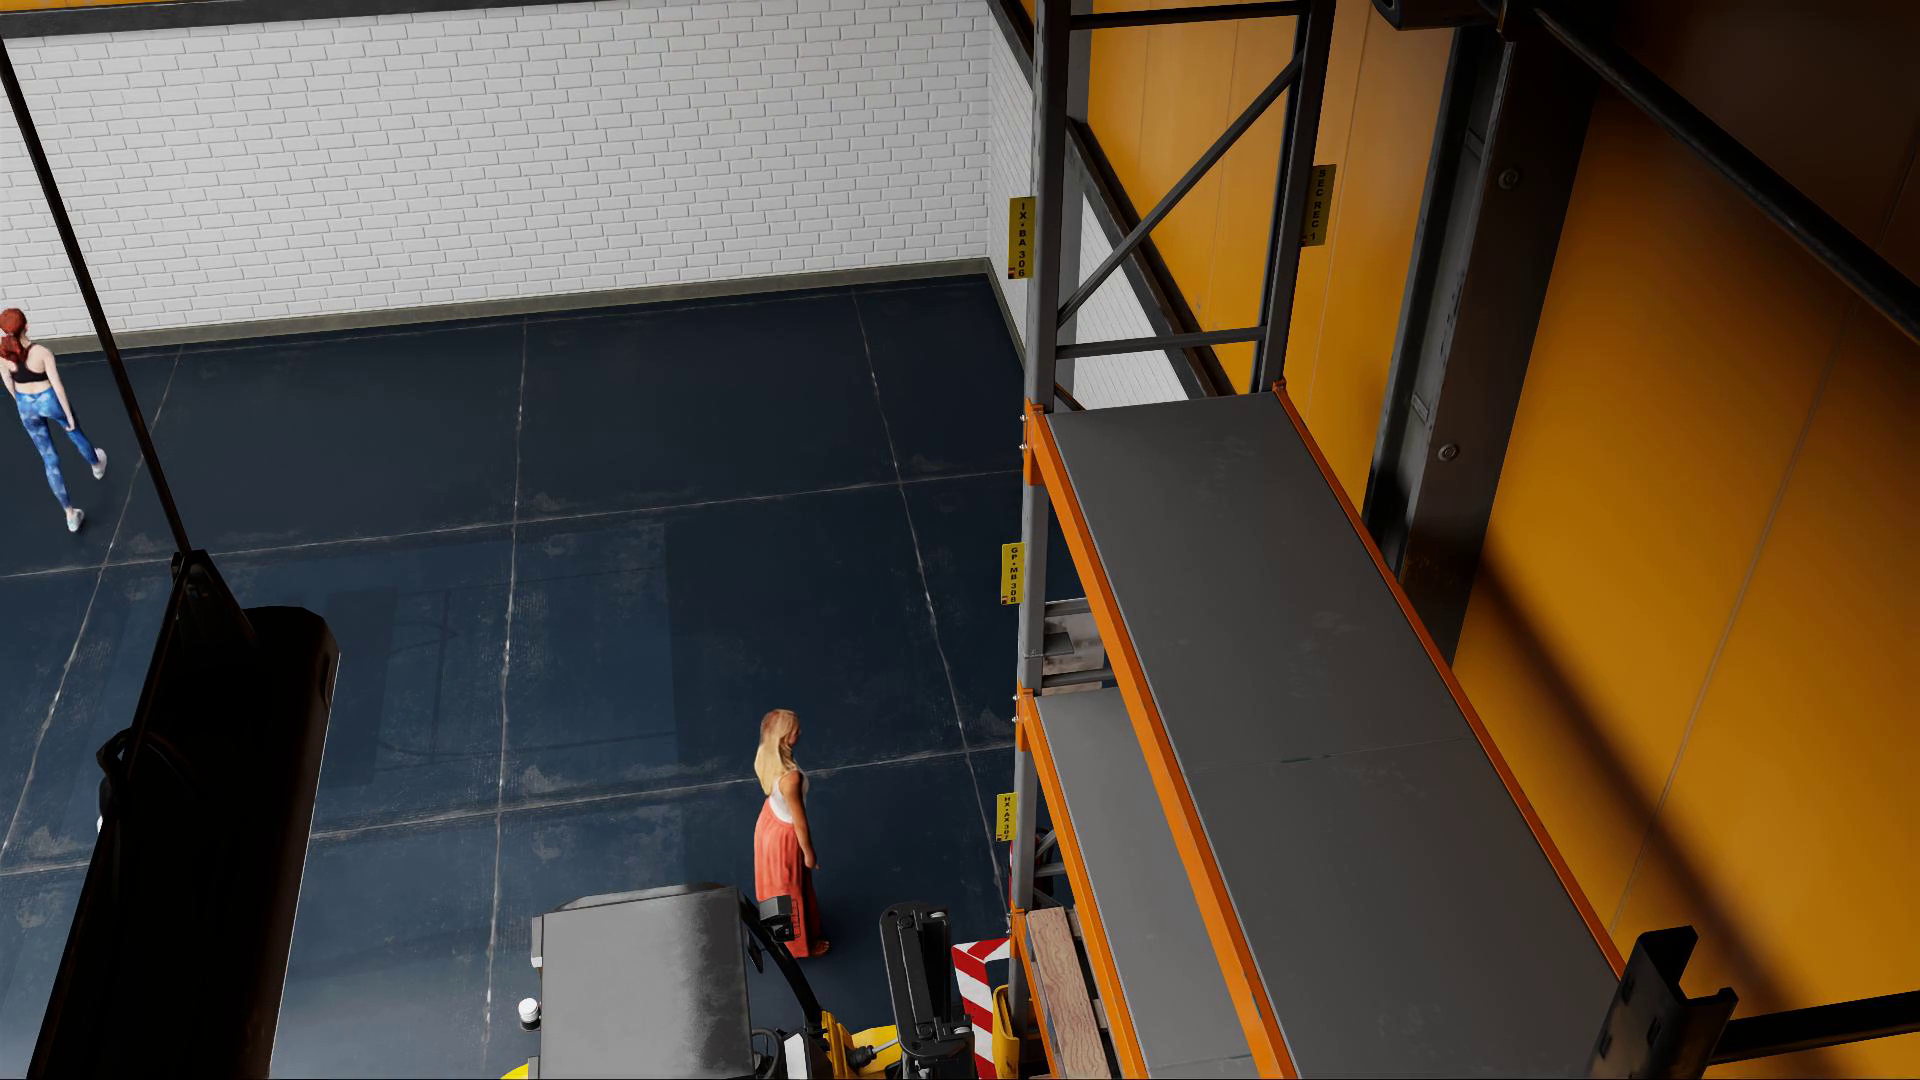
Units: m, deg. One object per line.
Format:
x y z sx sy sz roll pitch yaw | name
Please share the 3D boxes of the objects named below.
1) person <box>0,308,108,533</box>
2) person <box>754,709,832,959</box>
-6.792 -0.867 12.333 0.666 1.737 1.174 -10 40 -13 | person
-0.965 1.618 9.167 0.742 1.805 0.599 -16 41 -19 | person
